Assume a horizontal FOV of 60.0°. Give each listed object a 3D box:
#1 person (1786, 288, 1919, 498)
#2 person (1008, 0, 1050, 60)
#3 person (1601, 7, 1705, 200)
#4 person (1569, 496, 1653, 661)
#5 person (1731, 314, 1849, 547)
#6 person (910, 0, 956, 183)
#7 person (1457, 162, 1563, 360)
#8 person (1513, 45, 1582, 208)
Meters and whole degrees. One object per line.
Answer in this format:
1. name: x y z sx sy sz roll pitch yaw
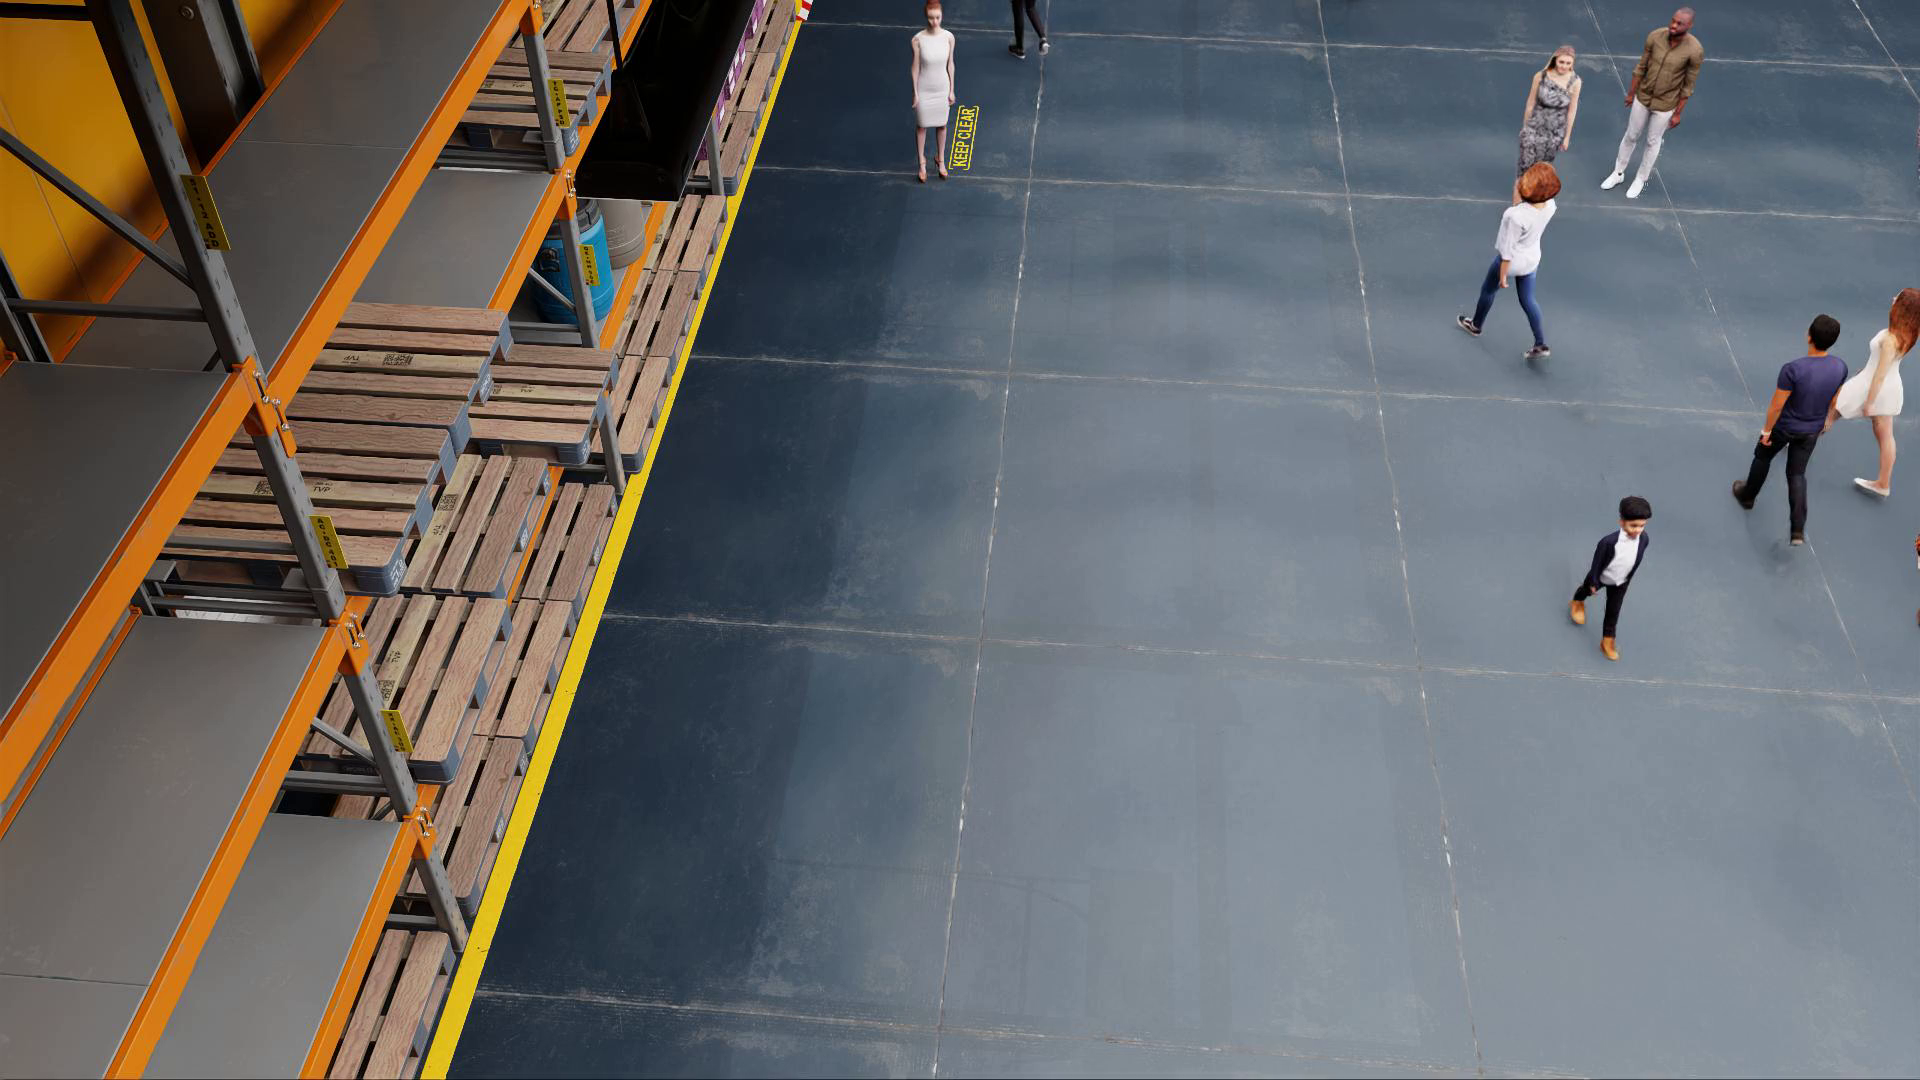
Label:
1. person: 6.761 -1.048 12.143 1.059 1.659 1.187 -26 49 -24
2. person: 0.711 -5.664 17.009 0.806 1.632 0.892 -25 49 -24
3. person: 6.356 -4.011 15.132 0.833 1.826 0.861 34 53 30
4. person: 4.358 0.168 11.200 0.553 1.198 0.850 -1 44 -1
5. person: 5.942 -0.741 11.746 0.695 1.763 1.080 4 44 4
6. person: -0.251 -4.118 15.271 0.624 1.789 0.587 -10 44 -10
7. person: 4.555 -2.205 13.338 1.008 1.686 1.207 -19 47 -19
8. person: 5.236 -3.659 14.872 0.731 1.675 1.025 12 45 13
